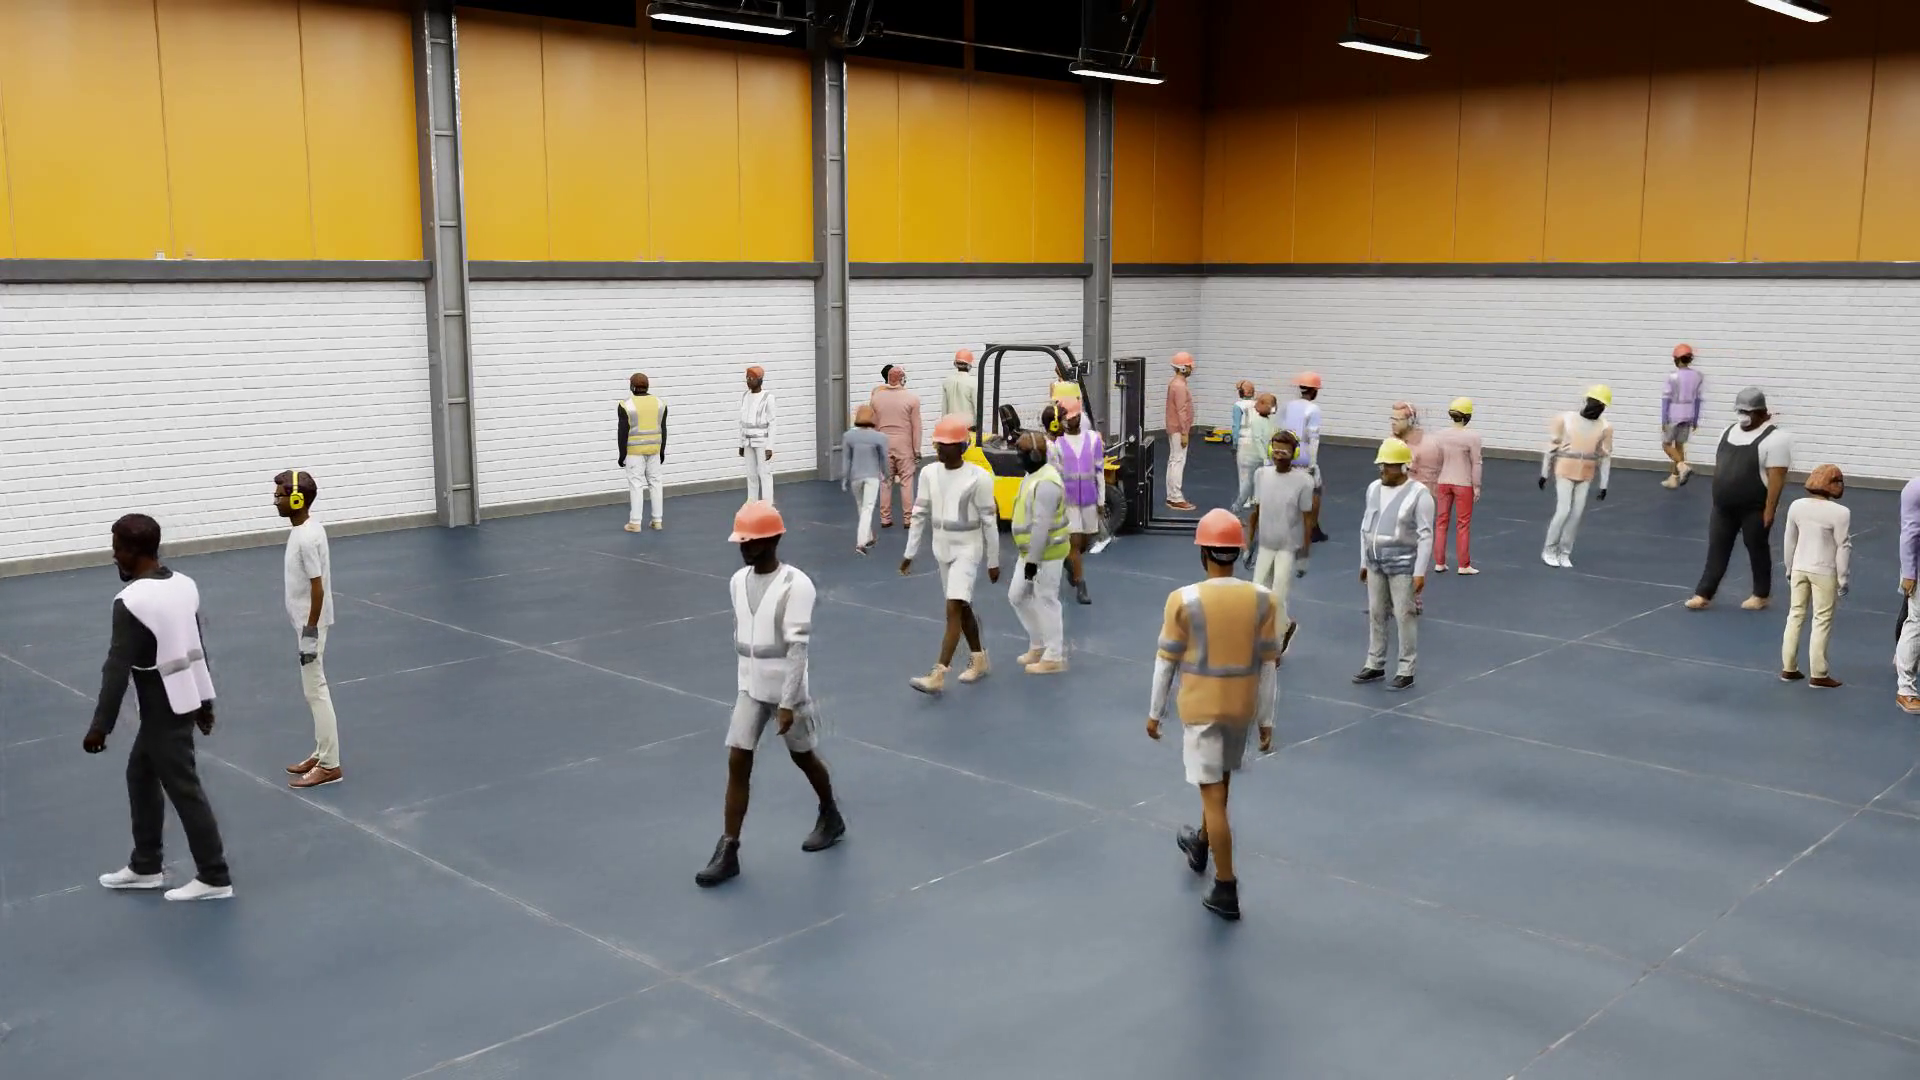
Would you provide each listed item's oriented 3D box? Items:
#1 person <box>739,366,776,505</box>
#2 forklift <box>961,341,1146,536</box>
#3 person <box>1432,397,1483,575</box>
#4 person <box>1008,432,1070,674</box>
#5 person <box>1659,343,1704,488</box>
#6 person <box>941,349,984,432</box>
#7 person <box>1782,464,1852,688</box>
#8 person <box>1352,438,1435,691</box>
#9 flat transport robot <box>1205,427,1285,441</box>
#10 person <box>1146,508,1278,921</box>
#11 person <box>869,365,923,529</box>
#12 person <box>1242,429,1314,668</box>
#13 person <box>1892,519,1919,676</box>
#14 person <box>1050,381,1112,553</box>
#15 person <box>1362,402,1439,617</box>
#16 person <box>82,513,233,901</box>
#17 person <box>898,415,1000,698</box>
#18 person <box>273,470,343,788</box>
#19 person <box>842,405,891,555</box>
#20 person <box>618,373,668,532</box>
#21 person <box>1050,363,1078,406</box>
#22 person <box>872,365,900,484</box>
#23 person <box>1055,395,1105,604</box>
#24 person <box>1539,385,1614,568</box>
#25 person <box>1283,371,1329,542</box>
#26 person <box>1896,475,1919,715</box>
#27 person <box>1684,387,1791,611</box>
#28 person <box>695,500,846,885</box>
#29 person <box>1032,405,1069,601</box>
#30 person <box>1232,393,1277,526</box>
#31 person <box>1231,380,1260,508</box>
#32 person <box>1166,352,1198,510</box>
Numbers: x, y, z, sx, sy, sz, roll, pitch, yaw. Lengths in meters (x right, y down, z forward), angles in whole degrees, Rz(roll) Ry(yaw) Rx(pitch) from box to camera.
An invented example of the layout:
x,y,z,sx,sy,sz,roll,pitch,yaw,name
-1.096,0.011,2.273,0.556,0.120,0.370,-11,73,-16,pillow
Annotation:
x,y,z,sx,sy,sz,roll,pitch,yaw,name
-2.436,-1.137,19.883,0.575,1.882,0.355,8,12,40,person
0.977,-1.223,19.452,2.313,2.155,1.214,2,9,11,forklift
4.944,-0.536,16.548,0.328,1.769,0.525,-9,13,-43,person
0.580,0.102,12.469,0.474,1.822,0.665,-2,9,-12,person
9.917,-1.689,22.834,0.613,2.026,0.657,-2,9,-11,person
0.051,-1.503,21.781,0.625,1.991,0.391,7,11,35,person
6.235,0.255,12.107,0.267,1.631,0.507,-4,10,-25,person
3.116,0.173,12.013,0.404,1.827,0.600,-6,11,-35,person
5.040,-1.853,29.199,1.431,0.197,0.652,2,9,12,flat transport robot
1.183,0.789,8.018,0.566,1.893,0.948,-2,10,-15,person
-0.732,-1.085,19.488,0.643,1.910,0.399,3,10,20,person
2.429,0.067,12.607,0.538,1.845,0.527,8,12,40,person
7.264,0.168,12.454,0.317,1.693,0.540,-1,9,-8,person
1.205,-0.750,17.526,0.986,1.878,0.586,-6,11,-35,person
3.796,-0.248,14.428,0.584,1.889,0.647,-6,11,-32,person
-3.905,0.816,7.921,0.820,1.884,0.590,-1,9,-4,person
-0.087,0.106,11.909,0.625,1.991,1.021,8,12,40,person
-3.850,0.516,9.782,0.315,1.870,0.533,-4,10,-23,person
-1.009,-0.649,17.771,0.513,1.593,0.839,3,10,15,person
-3.690,-1.016,19.264,0.627,1.844,0.429,-7,12,-39,person
1.551,-1.846,24.972,0.514,1.639,0.310,-6,11,-31,person
-1.002,-1.634,23.524,0.529,1.690,0.321,3,10,19,person
1.036,-0.399,15.336,0.557,1.901,0.806,-2,9,-11,person
6.254,-0.639,16.870,0.674,1.870,0.454,0,9,0,person
3.822,-0.905,18.392,0.769,1.906,0.570,-7,12,-38,person
6.712,0.225,11.357,0.630,1.940,0.372,-1,9,-9,person
6.908,-0.370,14.695,0.759,2.000,0.695,-5,11,-29,person
-0.947,0.729,8.417,0.544,1.896,0.985,6,11,31,person
0.770,-0.264,14.662,0.407,1.847,0.508,0,9,-2,person
3.549,-0.918,19.463,0.848,1.587,0.506,8,12,40,person
3.658,-1.221,21.196,0.333,1.626,0.523,9,13,43,person
2.799,-1.382,21.045,0.402,1.994,0.664,0,9,-3,person
